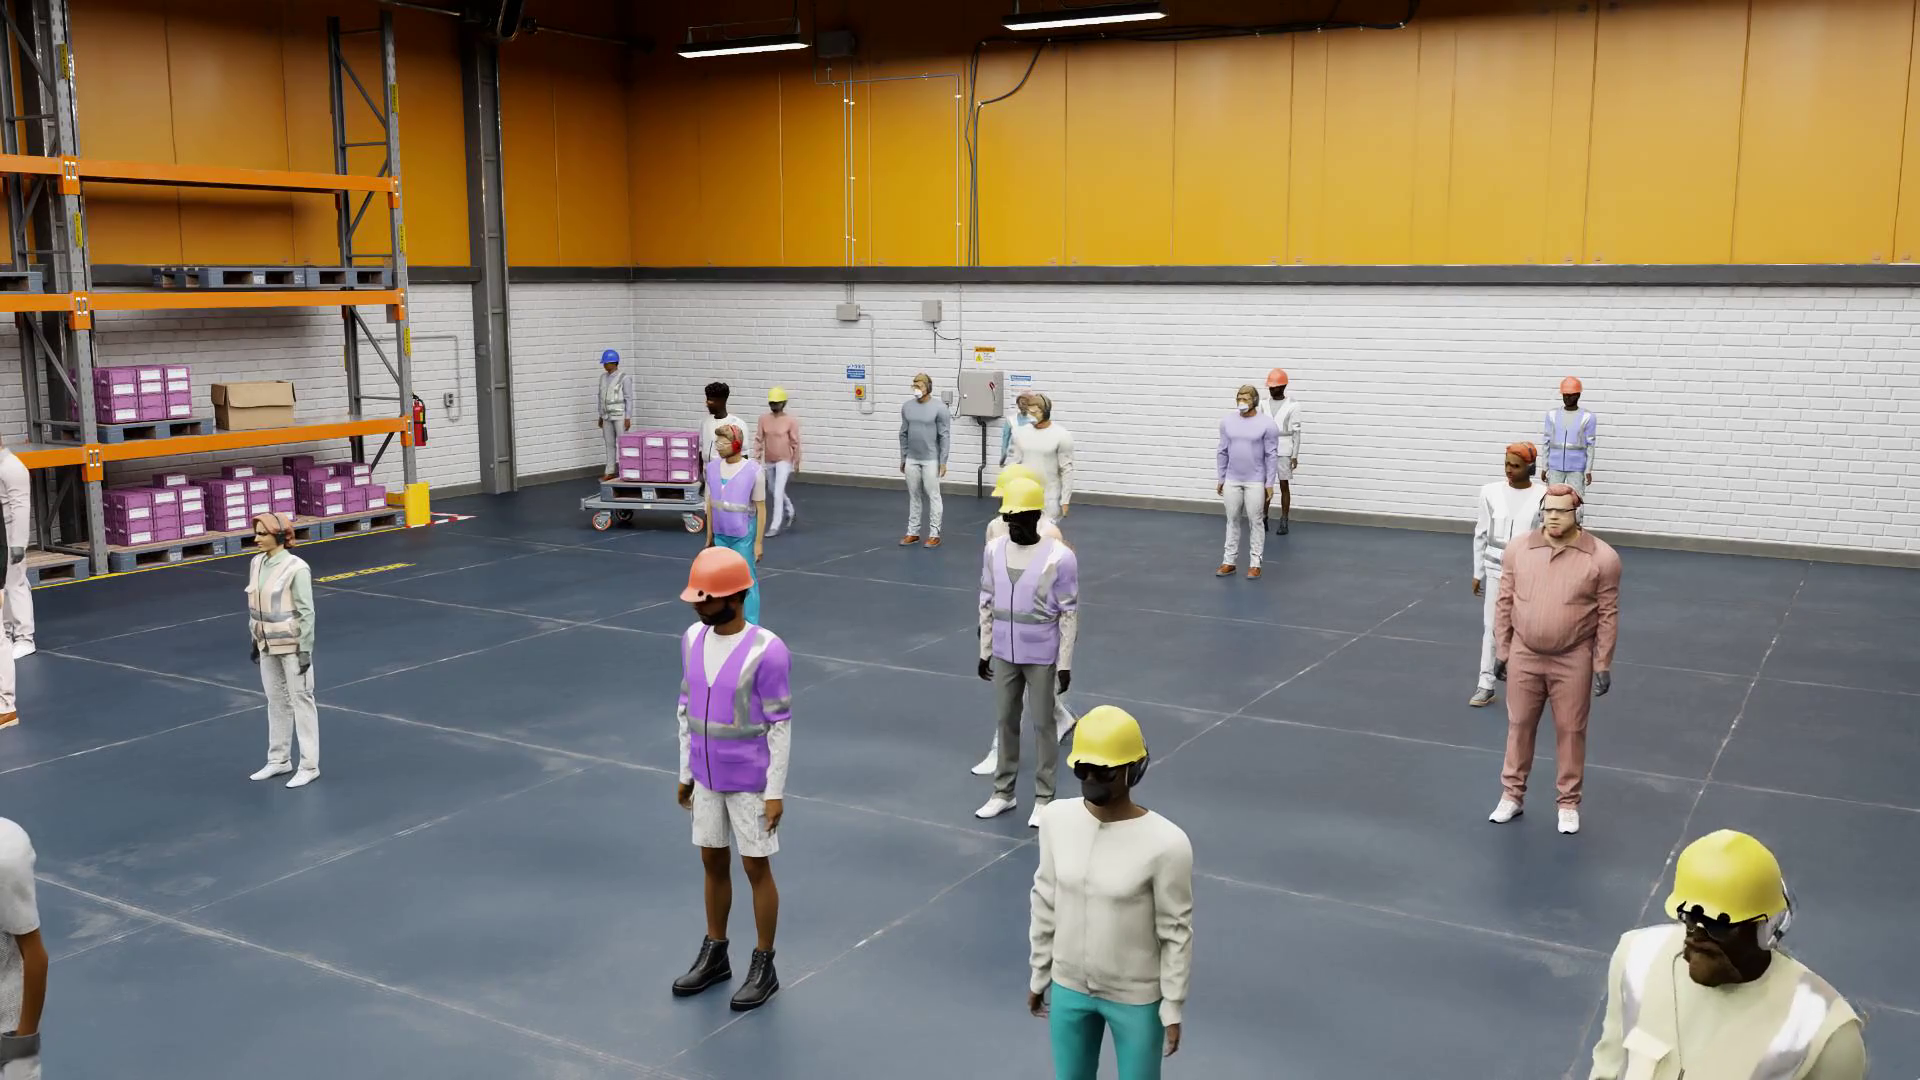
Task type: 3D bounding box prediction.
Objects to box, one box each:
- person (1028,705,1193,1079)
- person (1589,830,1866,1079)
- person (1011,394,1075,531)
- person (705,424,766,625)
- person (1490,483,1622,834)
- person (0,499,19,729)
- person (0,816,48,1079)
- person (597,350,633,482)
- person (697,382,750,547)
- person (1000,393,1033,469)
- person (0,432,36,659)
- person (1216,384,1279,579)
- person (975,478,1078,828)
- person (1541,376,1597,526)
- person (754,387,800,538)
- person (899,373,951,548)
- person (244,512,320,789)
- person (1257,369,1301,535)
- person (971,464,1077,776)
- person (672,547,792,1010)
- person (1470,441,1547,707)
[{"bbox_3d":[0.437,1.356,5.008,0.523,1.769,0.322,6,11,31],"label":"person"},{"bbox_3d":[1.813,1.517,3.948,0.906,1.791,0.574,-7,11,-36],"label":"person"},{"bbox_3d":[0.747,-0.384,15.348,0.627,1.936,0.374,6,11,31],"label":"person"},{"bbox_3d":[-1.790,-0.012,13.325,0.563,1.839,0.392,6,11,31],"label":"person"},{"bbox_3d":[3.217,0.638,9.052,0.637,1.911,0.403,6,11,31],"label":"person"},{"bbox_3d":[-6.553,0.282,11.023,0.609,1.988,0.392,6,11,31],"label":"person"},{"bbox_3d":[-2.727,1.370,4.608,0.519,1.871,0.331,6,11,31],"label":"person"},{"bbox_3d":[-4.999,-1.781,24.050,0.602,1.941,0.401,6,11,31],"label":"person"},{"bbox_3d":[-2.388,-0.608,16.663,0.601,1.961,0.372,6,11,31],"label":"person"},{"bbox_3d":[0.797,-0.990,20.144,0.522,1.608,0.786,4,10,25],"label":"person"},{"bbox_3d":[-7.592,-0.006,13.094,0.637,1.904,0.403,6,11,31],"label":"person"},{"bbox_3d":[2.847,-0.580,16.560,0.627,1.941,0.374,6,11,31],"label":"person"},{"bbox_3d":[0.355,0.613,9.143,0.585,1.928,0.378,6,11,31],"label":"person"},{"bbox_3d":[6.523,-0.791,17.875,0.542,1.939,0.369,6,11,31],"label":"person"},{"bbox_3d":[-2.086,-0.932,19.390,0.533,1.735,0.828,4,10,25],"label":"person"},{"bbox_3d":[-0.402,-0.882,18.441,0.627,1.941,0.374,6,11,31],"label":"person"},{"bbox_3d":[-4.011,0.643,9.849,0.513,1.642,0.313,6,11,31],"label":"person"},{"bbox_3d":[3.676,-1.023,19.351,0.542,1.931,0.376,6,11,31],"label":"person"},{"bbox_3d":[0.418,0.450,10.313,0.964,1.888,0.601,-8,12,-41],"label":"person"},{"bbox_3d":[-0.957,0.976,6.872,0.542,1.931,0.376,6,11,31],"label":"person"},{"bbox_3d":[3.848,0.249,11.553,0.573,1.885,0.357,6,11,31],"label":"person"}]
